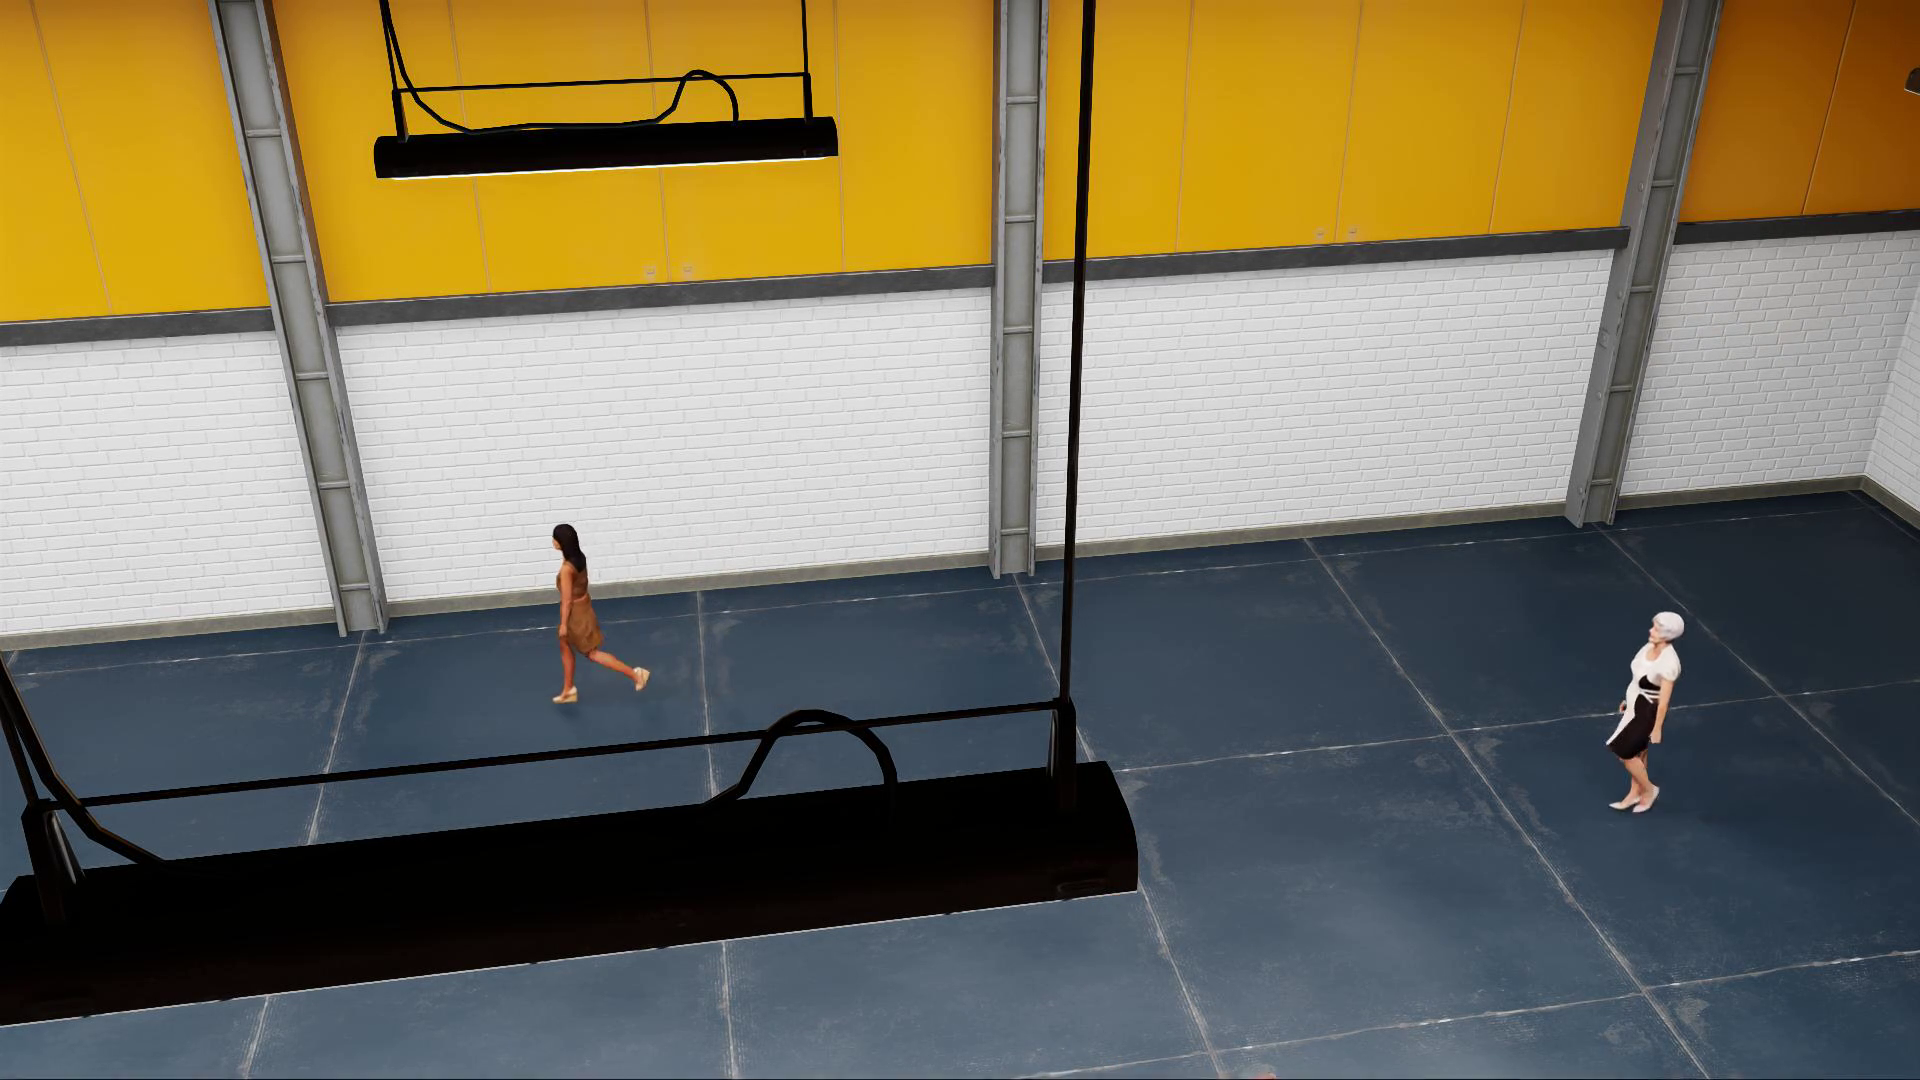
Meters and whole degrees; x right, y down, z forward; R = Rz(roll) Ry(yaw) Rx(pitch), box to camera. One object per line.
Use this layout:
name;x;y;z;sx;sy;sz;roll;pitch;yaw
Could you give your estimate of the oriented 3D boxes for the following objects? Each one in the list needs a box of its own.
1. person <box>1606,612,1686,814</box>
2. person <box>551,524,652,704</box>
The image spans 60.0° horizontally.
person;5.179;1.306;12.342;0.798;1.745;0.727;4;29;7
person;-3.047;0.647;13.642;1.055;1.656;0.593;-3;29;-6
